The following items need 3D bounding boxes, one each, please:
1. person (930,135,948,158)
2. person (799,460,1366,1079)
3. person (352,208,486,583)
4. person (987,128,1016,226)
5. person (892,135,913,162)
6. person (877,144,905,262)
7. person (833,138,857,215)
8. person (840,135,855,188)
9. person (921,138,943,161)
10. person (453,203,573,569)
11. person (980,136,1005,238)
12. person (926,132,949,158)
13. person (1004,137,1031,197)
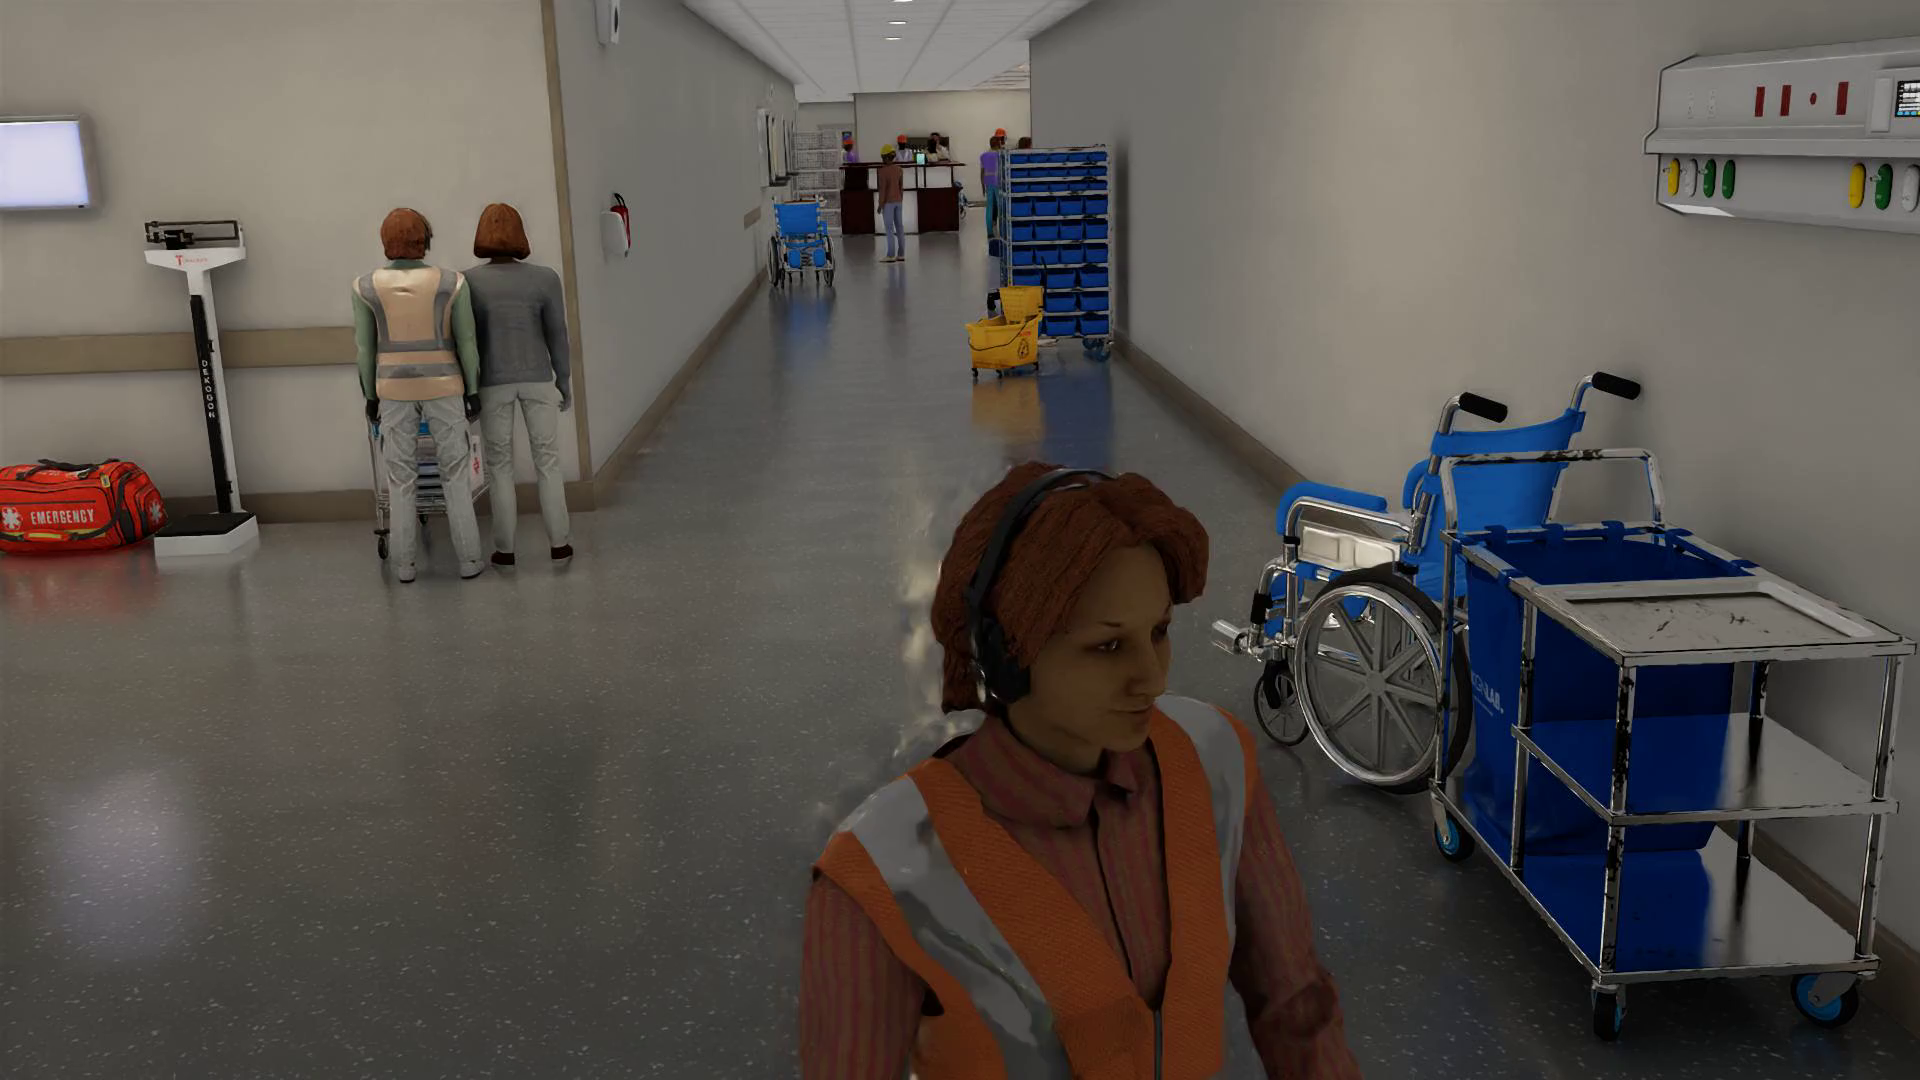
[{"bbox_3d":[-0.572,-8.943,40.732,0.470,1.893,0.637,-14,18,-42],"label":"person"},{"bbox_3d":[0.141,0.714,1.564,0.523,1.591,0.856,-14,18,-41],"label":"person"},{"bbox_3d":[-2.350,-0.619,7.264,0.518,1.632,0.313,-4,14,-8],"label":"person"},{"bbox_3d":[0.860,-7.485,34.339,0.613,1.995,0.390,0,14,9],"label":"person"},{"bbox_3d":[-1.399,-8.936,40.717,0.547,1.929,0.393,-6,14,-16],"label":"person"},{"bbox_3d":[-1.060,-5.117,25.313,0.313,1.769,0.523,10,18,39],"label":"person"},{"bbox_3d":[-2.691,-9.079,41.526,0.974,1.900,0.544,0,14,7],"label":"person"},{"bbox_3d":[-2.879,-9.447,42.943,0.403,1.945,0.614,-6,14,-17],"label":"person"},{"bbox_3d":[-0.621,-8.204,37.816,0.628,1.835,0.429,-10,16,-32],"label":"person"},{"bbox_3d":[-1.998,-0.682,7.473,0.507,1.633,0.278,-6,14,-18],"label":"person"},{"bbox_3d":[0.637,-6.462,30.482,0.564,1.841,0.390,5,15,26],"label":"person"},{"bbox_3d":[-0.565,-9.165,41.485,0.600,1.959,0.376,-3,14,-7],"label":"person"},{"bbox_3d":[0.869,-4.465,22.282,0.519,1.821,0.590,-14,18,-42],"label":"person"}]
